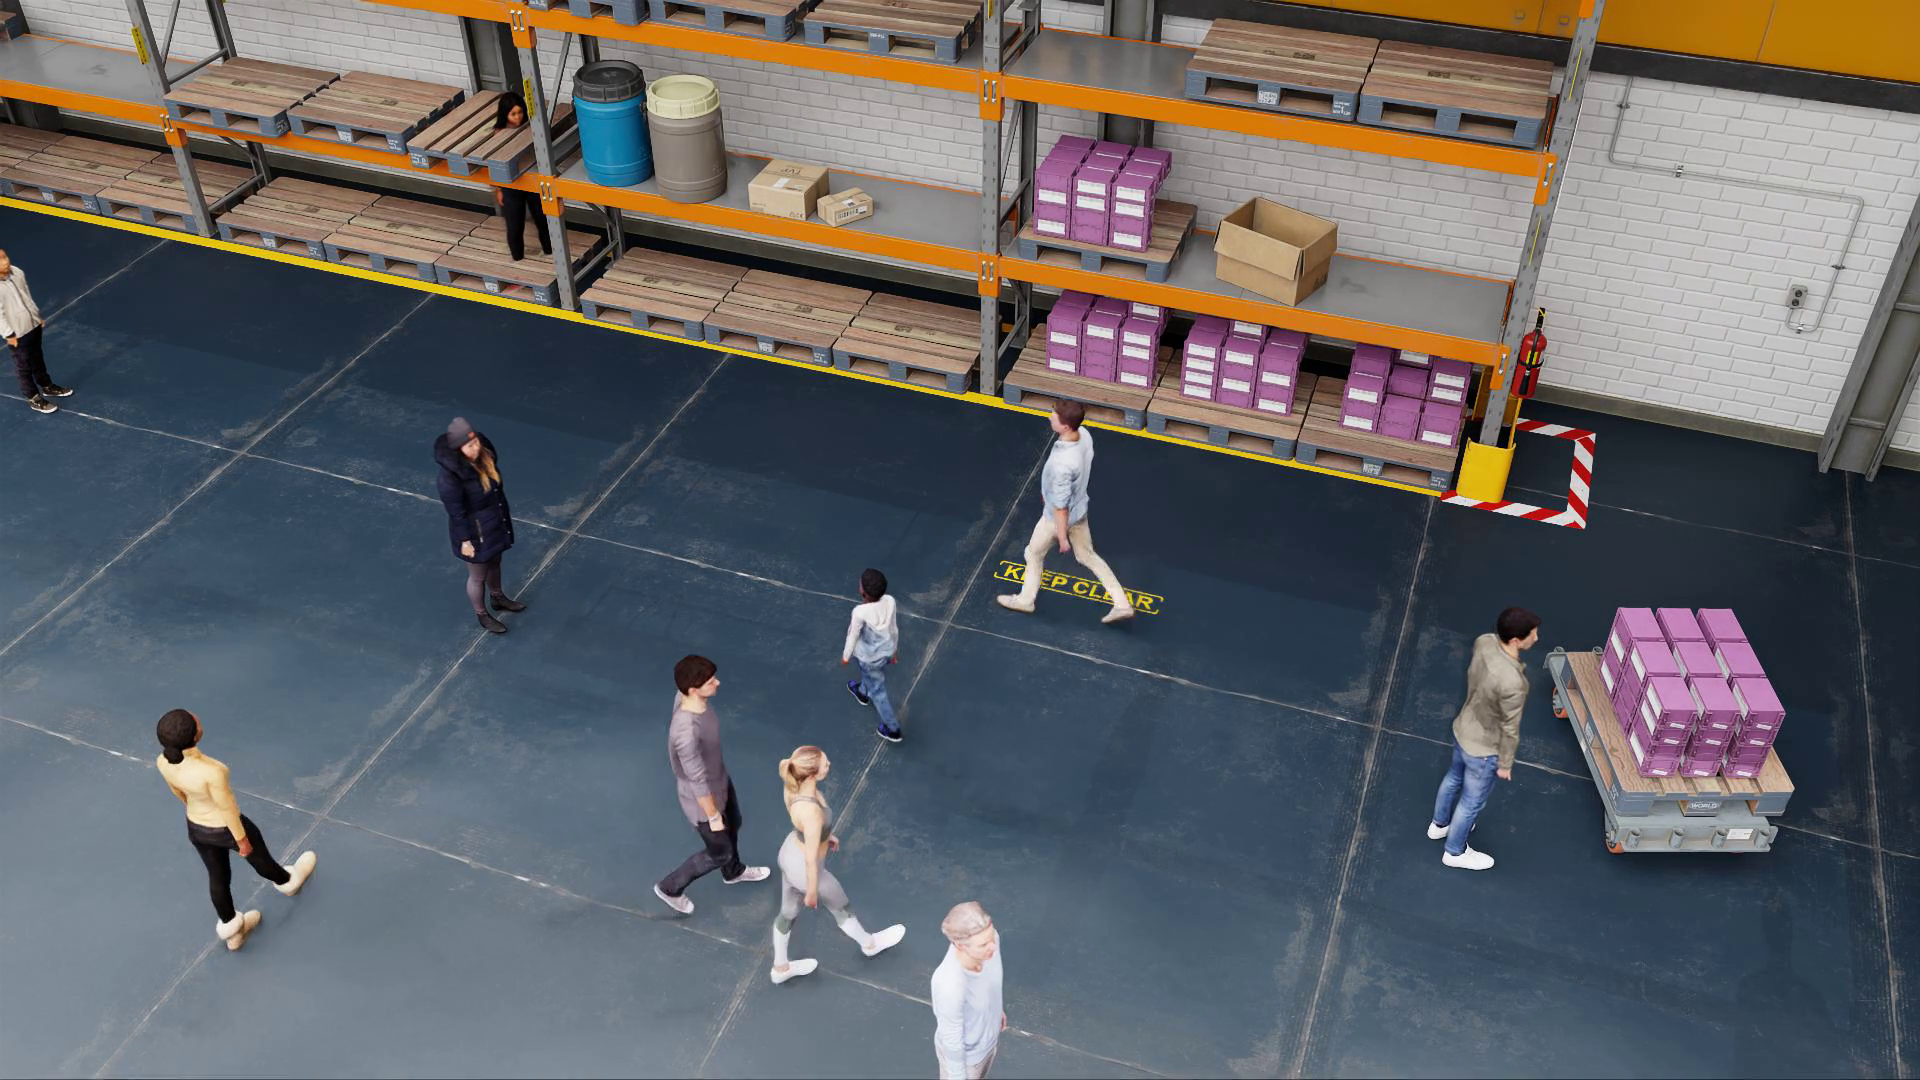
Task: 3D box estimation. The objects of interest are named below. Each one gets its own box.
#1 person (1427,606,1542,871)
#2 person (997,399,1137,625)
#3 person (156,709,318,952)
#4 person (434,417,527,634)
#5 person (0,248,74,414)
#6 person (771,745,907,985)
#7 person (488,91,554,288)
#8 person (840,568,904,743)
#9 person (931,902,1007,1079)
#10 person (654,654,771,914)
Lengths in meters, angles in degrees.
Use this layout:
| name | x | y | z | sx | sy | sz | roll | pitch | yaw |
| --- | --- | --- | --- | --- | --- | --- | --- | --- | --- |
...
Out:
| name | x | y | z | sx | sy | sz | roll | pitch | yaw |
| --- | --- | --- | --- | --- | --- | --- | --- | --- | --- |
| person | 2.972 | 1.118 | 9.487 | 0.756 | 1.867 | 0.785 | -5 | 39 | -6 |
| person | 0.797 | -0.148 | 11.110 | 1.235 | 1.819 | 0.736 | 18 | 42 | 21 |
| person | -4.087 | 1.609 | 9.051 | 0.879 | 1.643 | 0.718 | 11 | 40 | 13 |
| person | -3.237 | -0.117 | 11.187 | 0.617 | 1.674 | 0.652 | 12 | 40 | 15 |
| person | -7.576 | -1.730 | 13.383 | 0.564 | 1.454 | 0.612 | 5 | 39 | 7 |
| person | -0.899 | 1.765 | 8.831 | 1.030 | 1.673 | 0.983 | -16 | 41 | -19 |
| person | -3.911 | -3.168 | 14.899 | 0.779 | 1.811 | 0.839 | -16 | 41 | -19 |
| person | -0.517 | 0.737 | 10.466 | 0.734 | 1.239 | 0.930 | -29 | 47 | -31 |
| person | 0.036 | 2.374 | 7.893 | 0.605 | 1.894 | 0.674 | 17 | 42 | 20 |
| person | -1.466 | 1.382 | 9.180 | 0.985 | 1.837 | 0.870 | -3 | 39 | -4 |
